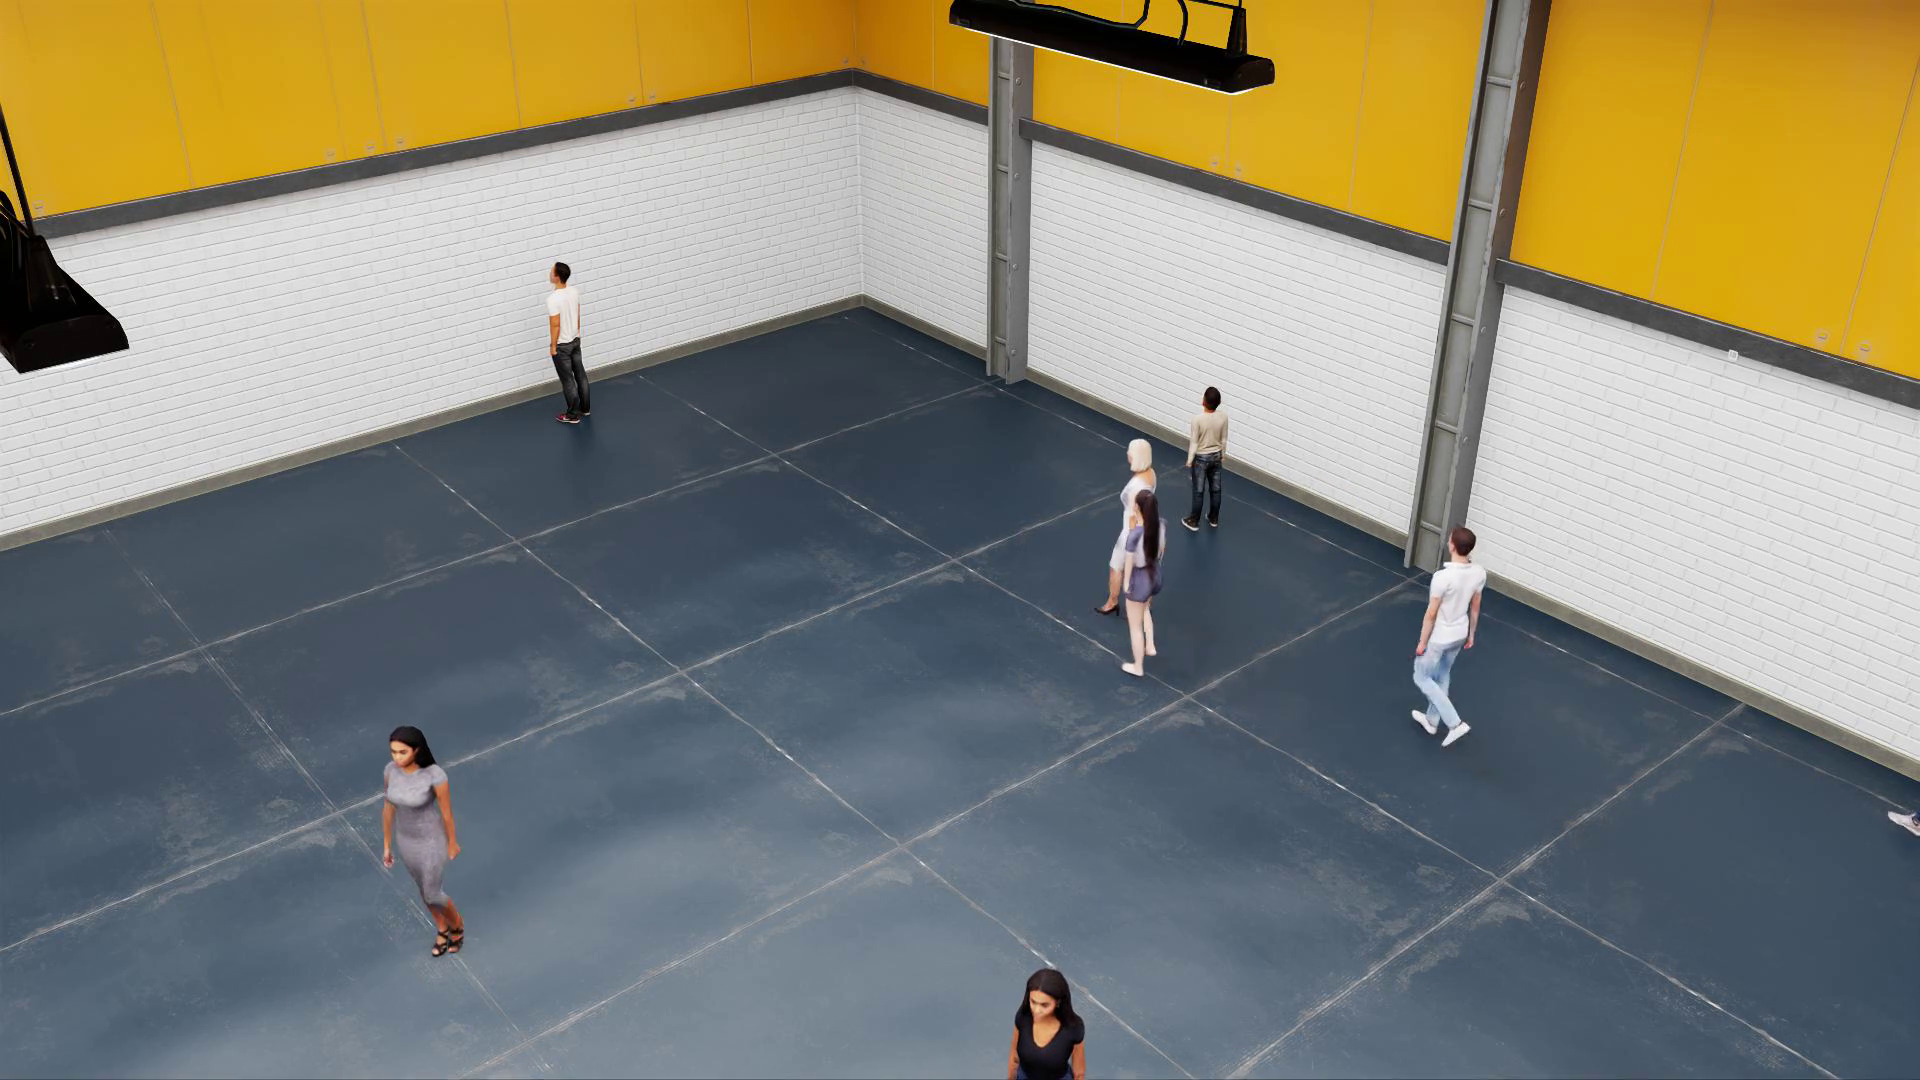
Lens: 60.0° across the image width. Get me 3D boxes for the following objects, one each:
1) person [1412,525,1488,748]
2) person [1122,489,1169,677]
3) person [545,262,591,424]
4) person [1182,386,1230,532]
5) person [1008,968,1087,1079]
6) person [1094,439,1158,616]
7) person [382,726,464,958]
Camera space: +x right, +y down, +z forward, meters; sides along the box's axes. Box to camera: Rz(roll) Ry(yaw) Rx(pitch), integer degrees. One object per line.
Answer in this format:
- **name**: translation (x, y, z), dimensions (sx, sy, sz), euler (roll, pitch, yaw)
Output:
- **person**: translation (3.765, 0.780, 12.716), dimensions (0.767, 1.836, 0.981), euler (-14, 32, -24)
- **person**: translation (1.579, 0.366, 13.680), dimensions (0.597, 1.640, 0.566), euler (-25, 37, -38)
- **person**: translation (-4.295, -2.168, 18.154), dimensions (0.682, 1.804, 0.714), euler (13, 31, 22)
- **person**: translation (2.376, -0.785, 15.972), dimensions (0.618, 1.465, 0.617), euler (-9, 30, -16)
- **person**: translation (0.457, 2.945, 8.850), dimensions (0.625, 1.738, 0.719), euler (9, 30, 16)
- **person**: translation (1.603, -0.058, 14.358), dimensions (0.804, 1.735, 0.695), euler (17, 33, 28)
- **person**: translation (-3.414, 1.910, 10.712), dimensions (0.669, 1.772, 0.758), euler (8, 30, 15)
